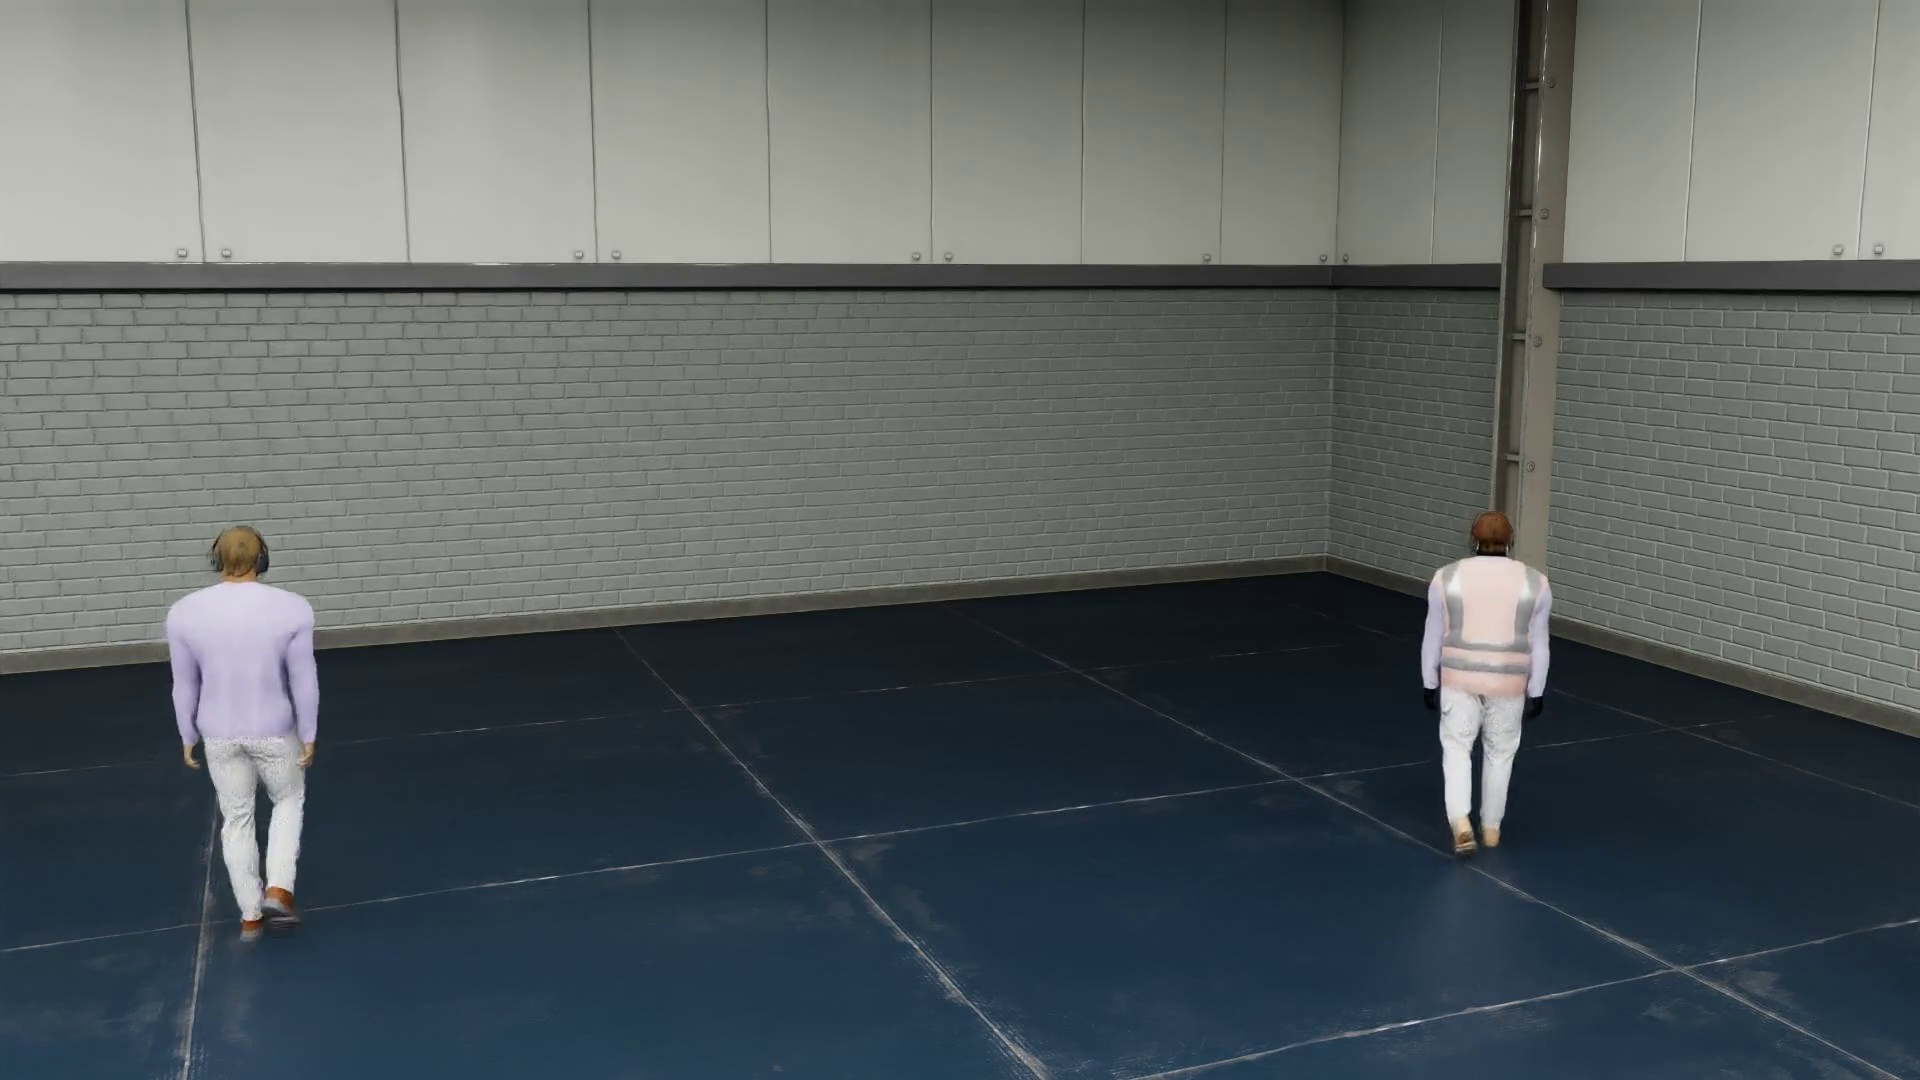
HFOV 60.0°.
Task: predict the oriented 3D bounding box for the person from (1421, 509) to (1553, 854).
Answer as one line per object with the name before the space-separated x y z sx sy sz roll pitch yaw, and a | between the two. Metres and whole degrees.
person | 2.734 0.752 8.675 0.640 1.831 0.660 3 9 17

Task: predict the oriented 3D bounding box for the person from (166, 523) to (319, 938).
person | -3.242 0.878 7.583 0.629 1.926 0.457 -2 9 -15
